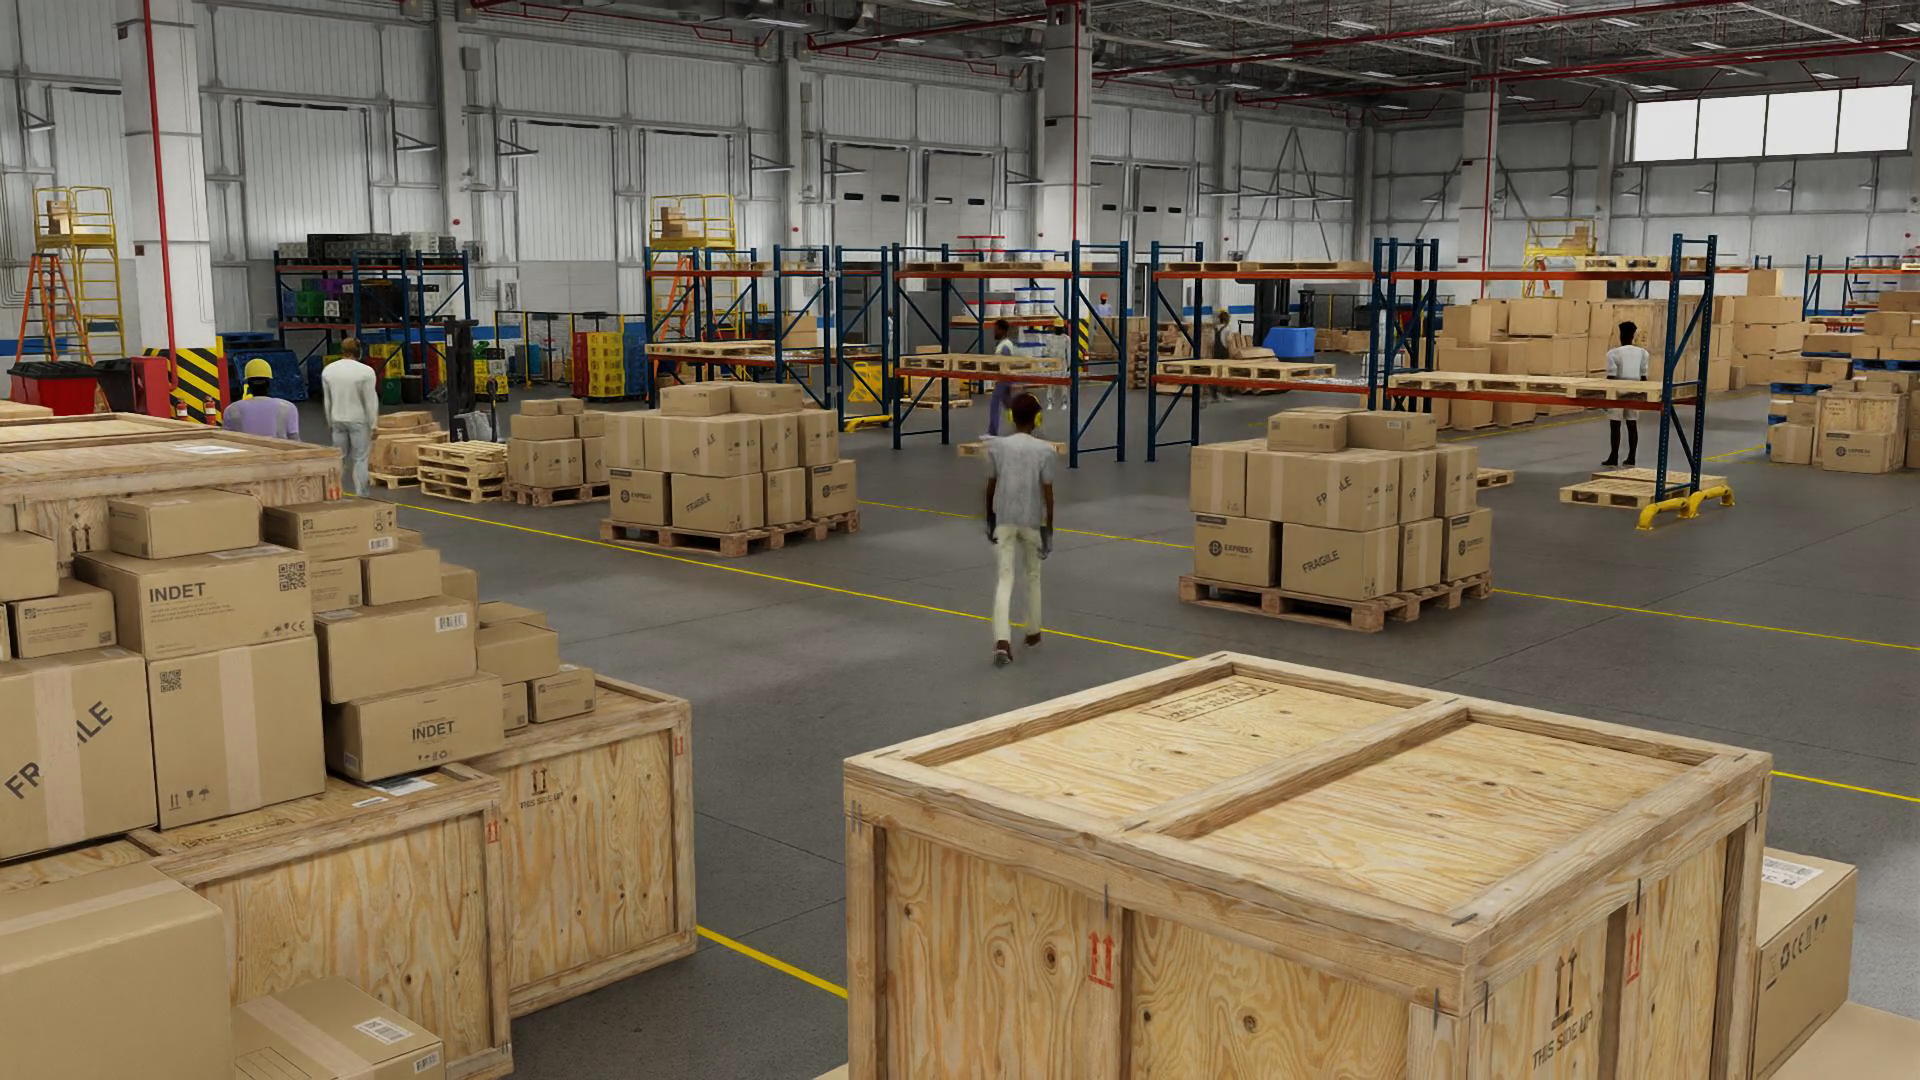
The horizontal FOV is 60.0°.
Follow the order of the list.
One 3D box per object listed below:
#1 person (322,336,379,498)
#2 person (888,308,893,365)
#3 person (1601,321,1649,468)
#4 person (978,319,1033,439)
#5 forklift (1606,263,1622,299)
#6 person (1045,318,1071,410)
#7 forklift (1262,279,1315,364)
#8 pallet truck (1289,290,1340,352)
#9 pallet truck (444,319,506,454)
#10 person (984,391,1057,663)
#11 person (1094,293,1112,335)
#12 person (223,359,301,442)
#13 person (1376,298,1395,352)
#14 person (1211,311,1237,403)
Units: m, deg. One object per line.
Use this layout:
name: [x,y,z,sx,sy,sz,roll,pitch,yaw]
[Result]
person: [-6.695,-1.277,18.328,0.643,1.927,0.392,2,9,11]
person: [-1.852,-5.297,43.848,0.314,1.634,0.516,3,10,16]
person: [8.857,-1.934,22.198,0.616,1.964,0.361,-2,9,-11]
person: [0.751,-2.509,25.980,0.853,1.890,0.598,0,9,2]
forklift: [17.860,-6.203,45.576,1.873,2.768,1.129,3,10,15]
person: [1.850,-3.318,31.404,0.486,1.738,0.321,2,9,10]
forklift: [8.555,-6.090,44.881,1.873,2.768,1.129,9,13,43]
pallet truck: [11.297,-6.951,52.861,1.885,1.965,0.823,-5,11,-29]
pallet truck: [-6.981,-1.942,22.150,1.885,1.965,0.823,1,9,9]
person: [0.401,-0.100,11.369,0.514,1.835,0.938,1,9,7]
person: [4.413,-6.664,51.327,0.543,1.929,0.384,0,9,0]
person: [-5.764,-0.539,13.800,0.585,1.918,0.394,-2,10,-14]
person: [11.646,-5.677,45.482,0.529,1.863,0.659,-6,11,-31]
person: [5.259,-3.623,32.999,0.707,1.816,0.538,-7,12,-38]
